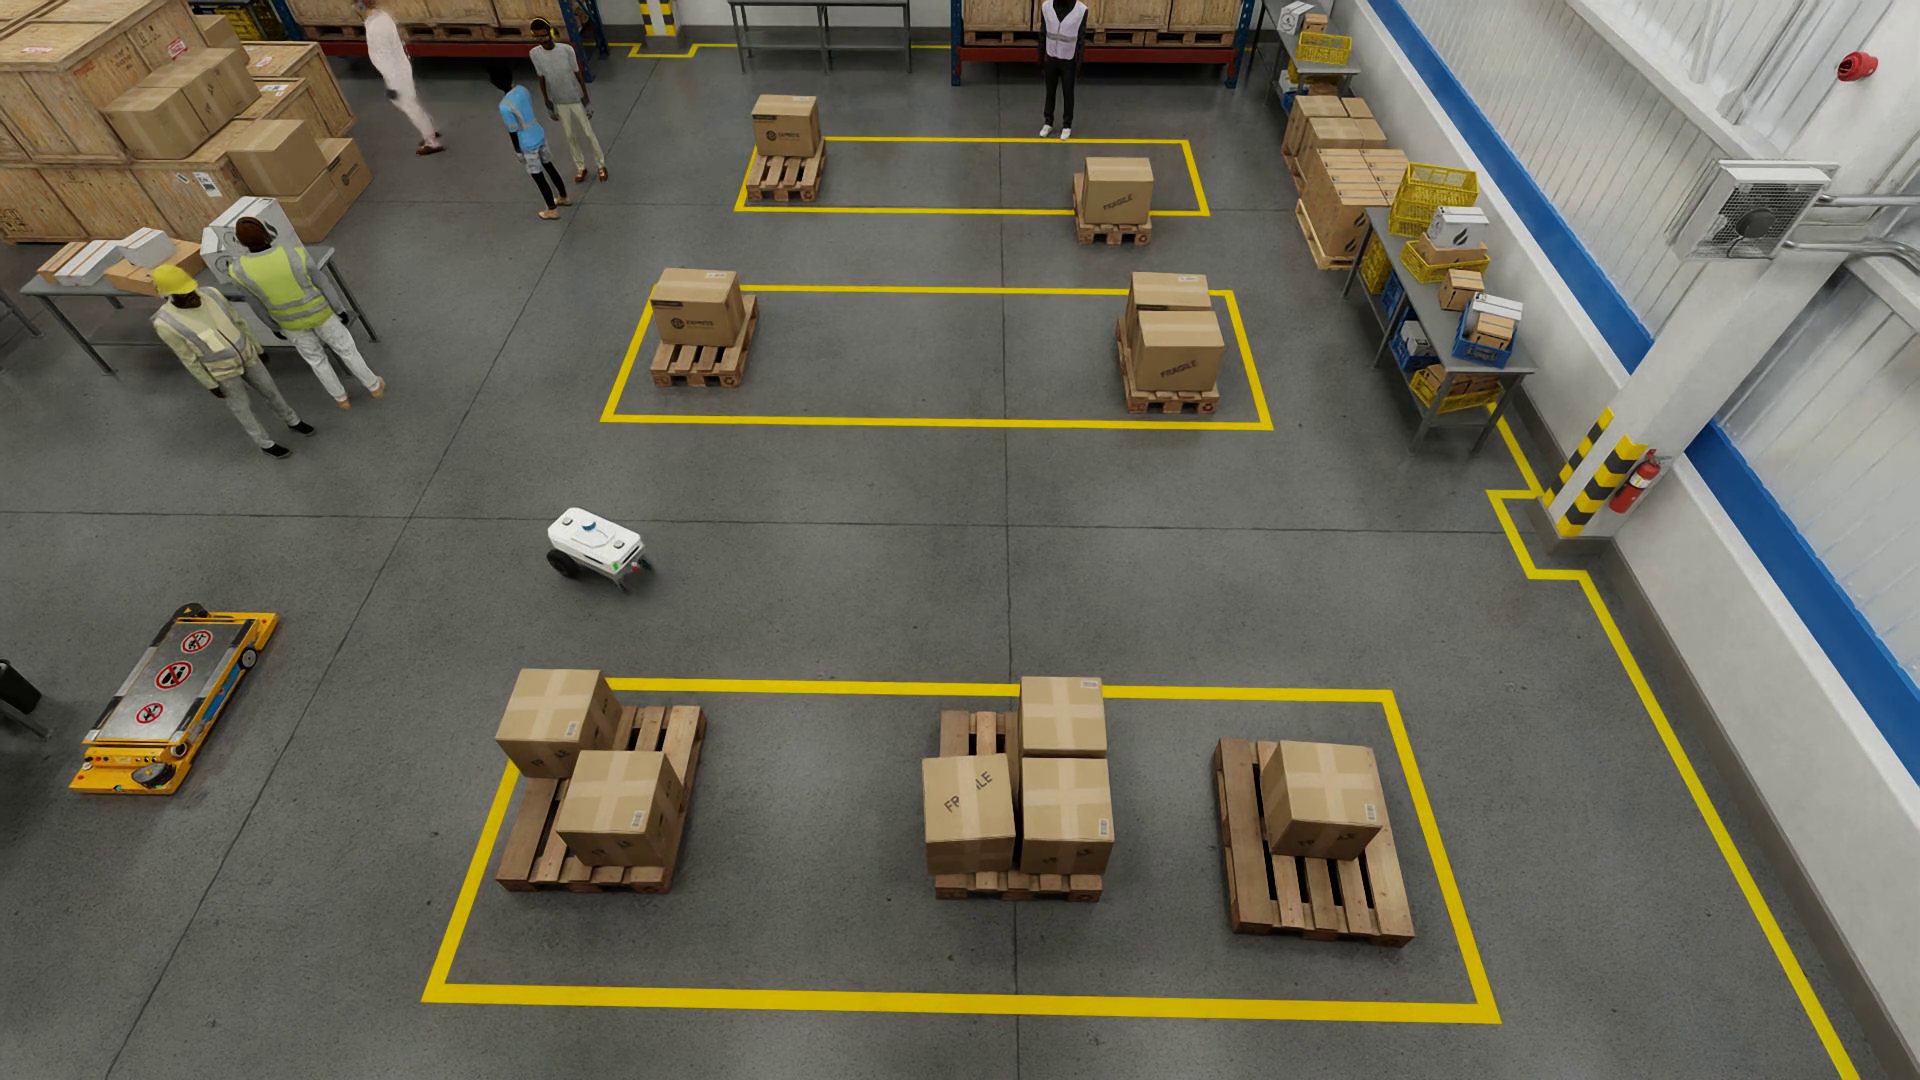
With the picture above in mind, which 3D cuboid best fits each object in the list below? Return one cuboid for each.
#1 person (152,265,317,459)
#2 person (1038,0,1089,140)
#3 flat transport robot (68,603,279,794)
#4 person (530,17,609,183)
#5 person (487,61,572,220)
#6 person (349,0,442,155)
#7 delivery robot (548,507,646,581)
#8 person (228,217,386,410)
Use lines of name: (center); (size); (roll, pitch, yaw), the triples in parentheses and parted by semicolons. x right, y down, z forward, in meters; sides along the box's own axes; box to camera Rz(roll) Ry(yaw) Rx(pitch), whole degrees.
person: (-6.032, -1.472, 7.588); (0.403, 1.823, 0.595); (15, 51, 12)
person: (1.248, -5.966, 11.335); (0.592, 1.913, 0.390); (18, 52, 15)
flat transport robot: (-5.504, 1.072, 6.442); (0.652, 0.197, 1.431); (1, 50, 1)
person: (-4.527, -5.054, 10.597); (0.516, 1.860, 0.334); (-7, 50, -6)
person: (-4.777, -4.407, 10.159); (0.323, 1.693, 0.533); (7, 50, 6)
person: (-6.806, -5.593, 11.025); (0.449, 1.891, 0.661); (-18, 52, -14)
delivery robot: (-2.807, 0.014, 7.090); (0.707, 0.478, 0.477); (22, 53, 17)
person: (-5.690, -1.943, 7.971); (0.624, 1.845, 0.430); (-22, 53, -18)
